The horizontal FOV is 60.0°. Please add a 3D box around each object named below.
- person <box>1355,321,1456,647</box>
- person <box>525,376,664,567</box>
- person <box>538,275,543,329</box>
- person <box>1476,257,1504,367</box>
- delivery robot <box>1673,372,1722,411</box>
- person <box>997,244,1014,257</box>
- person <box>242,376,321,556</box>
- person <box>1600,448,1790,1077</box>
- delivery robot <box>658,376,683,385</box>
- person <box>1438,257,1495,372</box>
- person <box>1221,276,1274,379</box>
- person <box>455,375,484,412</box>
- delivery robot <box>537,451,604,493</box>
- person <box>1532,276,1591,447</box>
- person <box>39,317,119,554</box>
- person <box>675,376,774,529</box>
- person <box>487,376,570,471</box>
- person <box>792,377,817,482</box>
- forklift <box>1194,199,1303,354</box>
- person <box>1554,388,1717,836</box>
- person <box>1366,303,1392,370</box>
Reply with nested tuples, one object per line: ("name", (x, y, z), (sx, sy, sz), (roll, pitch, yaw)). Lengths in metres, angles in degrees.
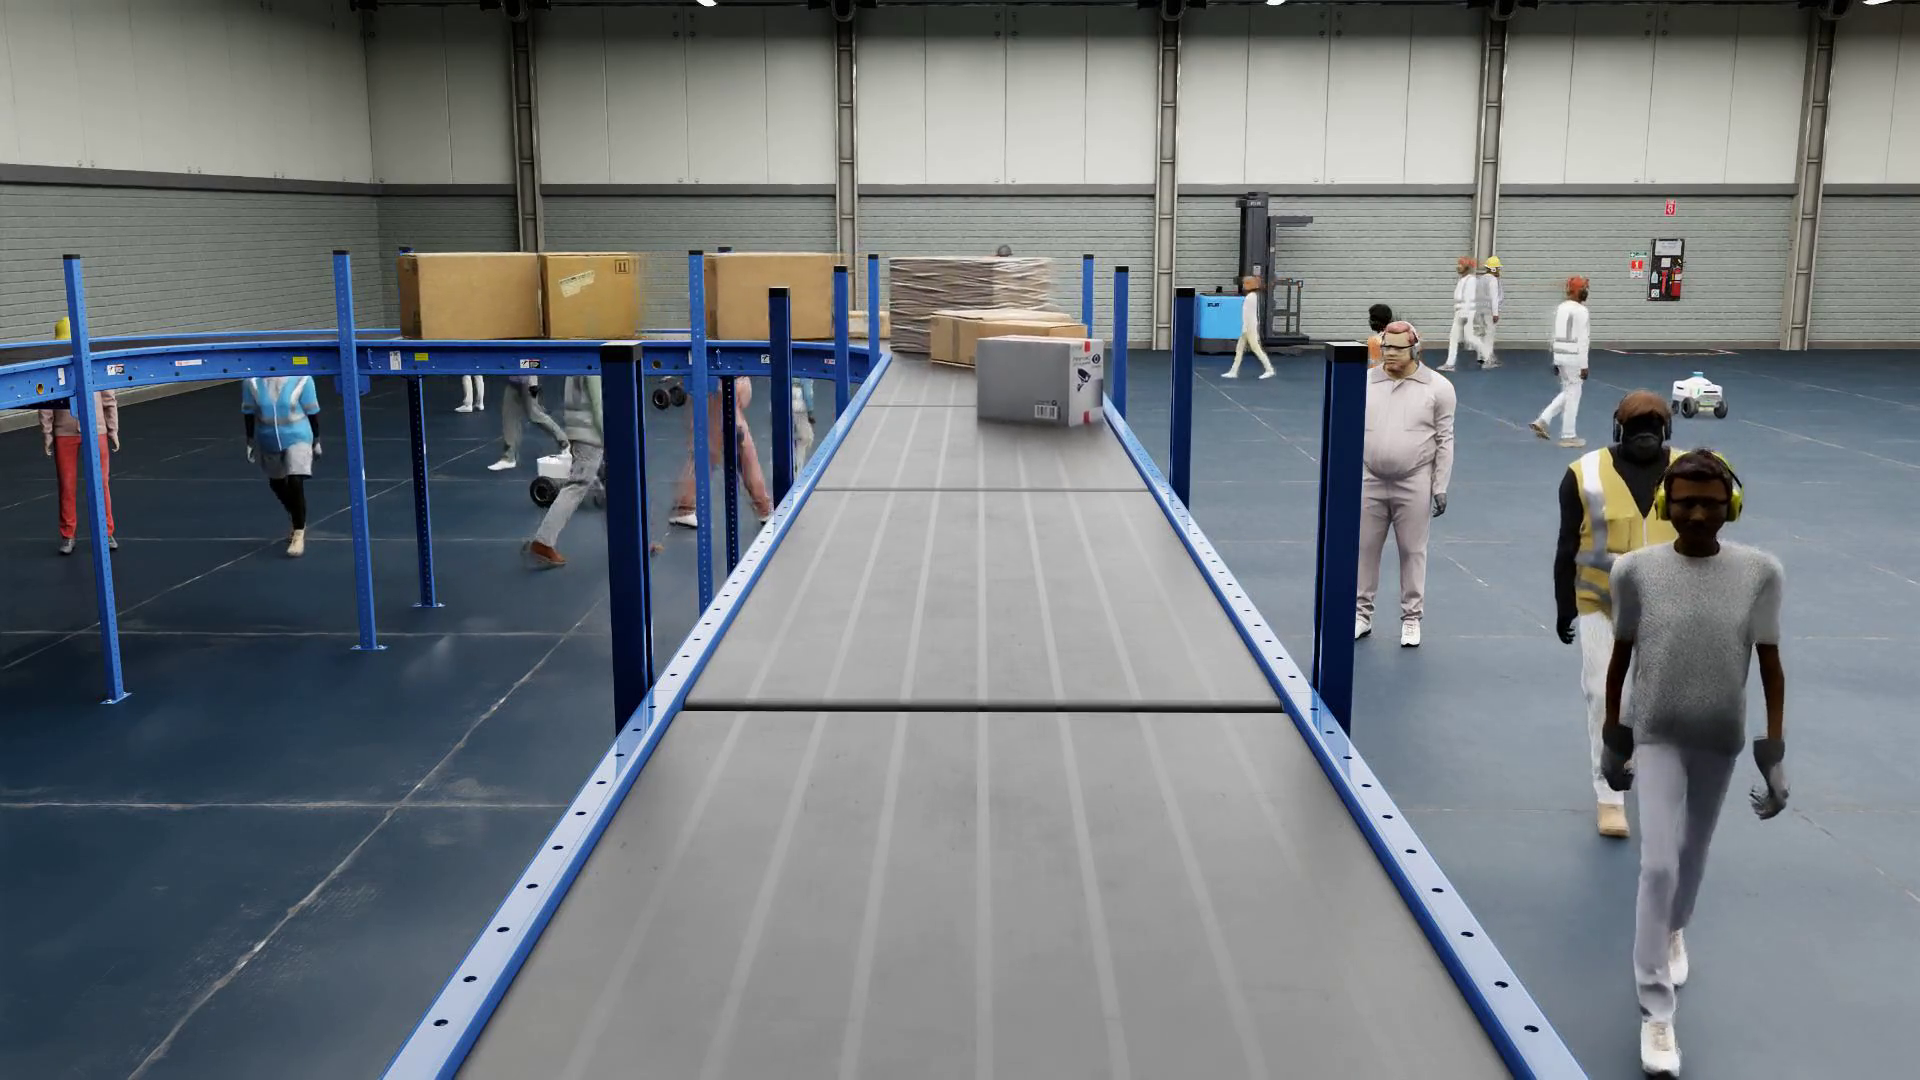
("person", (2.540, -0.328, 9.763), (0.651, 1.904, 0.403), (6, 12, 26))
("person", (-2.697, -0.759, 11.987), (0.992, 1.910, 0.636), (-4, 12, -21))
("person", (-6.810, -3.485, 26.675), (0.500, 1.636, 0.281), (-10, 15, -41))
("person", (8.932, -3.846, 28.022), (0.403, 1.835, 0.588), (-1, 11, -7))
("delivery robot", (9.359, -1.886, 21.113), (0.477, 0.478, 0.707), (0, 11, -2))
("person", (0.794, -4.249, 29.670), (0.689, 2.000, 0.708), (-8, 13, -34))
("person", (-5.093, -0.763, 12.598), (0.541, 1.670, 0.775), (-1, 11, -5))
("person", (2.254, 0.612, 5.148), (0.514, 1.832, 0.967), (3, 11, 13))
("delivery robot", (-3.636, -2.177, 21.939), (0.698, 0.223, 0.335), (4, 12, 20))
("person", (8.292, -3.676, 27.113), (0.859, 1.863, 0.581), (-2, 11, -8))
("person", (4.522, -3.305, 25.865), (0.833, 1.593, 0.510), (3, 11, 15))
("person", (-6.378, -2.480, 21.512), (0.280, 1.636, 0.501), (6, 12, 26))
("delivery robot", (-3.334, -0.614, 14.580), (0.707, 0.478, 0.477), (4, 12, 19))
("person", (6.666, -1.950, 18.222), (0.467, 1.866, 0.576), (-1, 11, -7))
("person", (-6.586, -0.784, 12.461), (0.527, 1.767, 0.331), (-6, 12, -27))
("person", (-1.868, -1.014, 13.417), (0.990, 1.853, 0.665), (-1, 11, -3))
("person", (-4.314, -1.659, 16.625), (0.852, 1.902, 0.593), (-9, 14, -39))
("person", (-1.424, -1.166, 14.781), (0.373, 1.623, 0.535), (-4, 12, -21))
("forklift", (5.313, -4.851, 30.603), (1.873, 2.768, 1.129), (0, 11, 1))
("person", (2.811, 0.259, 6.979), (0.631, 1.814, 0.817), (2, 11, 12))
("person", (4.169, -1.465, 16.207), (0.661, 1.672, 0.533), (10, 15, 42))
